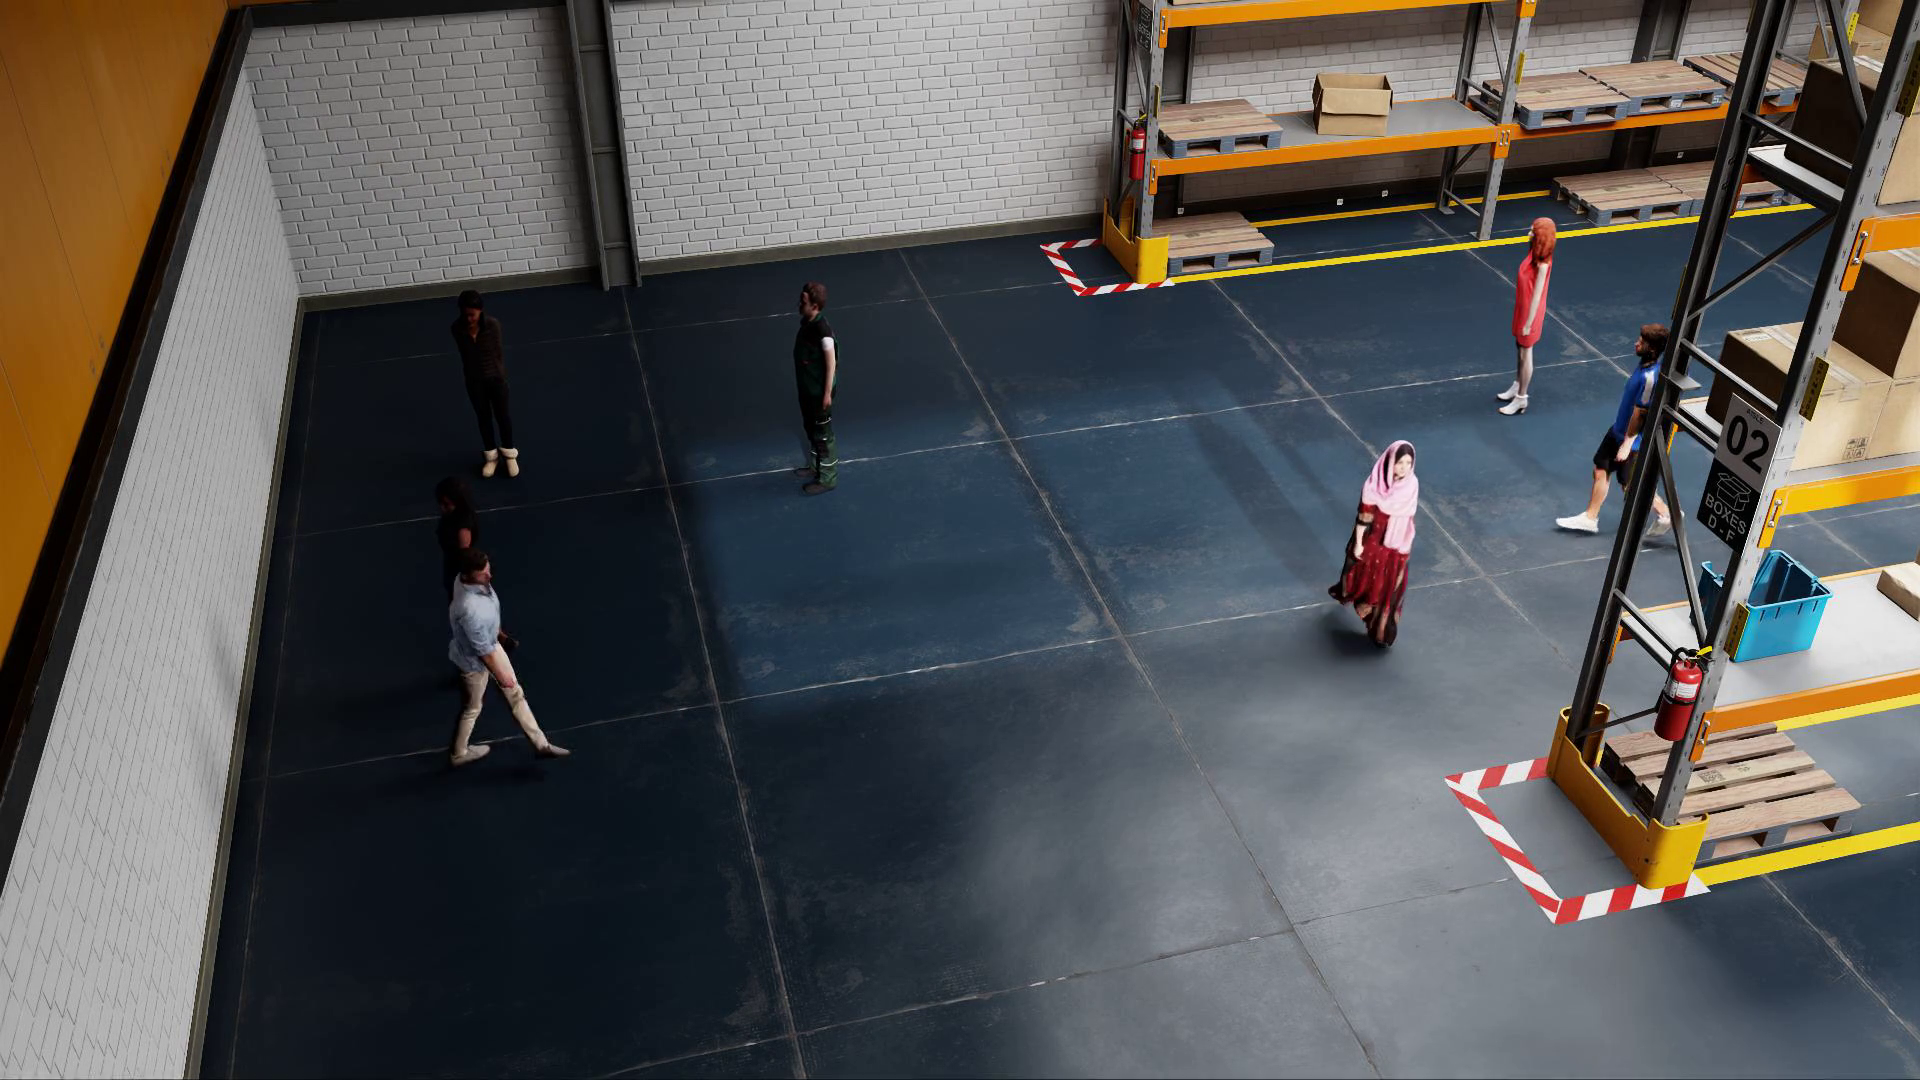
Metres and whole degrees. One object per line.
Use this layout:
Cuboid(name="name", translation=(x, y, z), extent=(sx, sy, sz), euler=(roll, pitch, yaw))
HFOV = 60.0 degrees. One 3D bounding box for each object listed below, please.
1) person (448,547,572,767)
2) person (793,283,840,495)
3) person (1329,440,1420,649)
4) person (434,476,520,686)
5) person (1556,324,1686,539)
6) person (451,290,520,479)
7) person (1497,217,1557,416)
Cuboid(name="person", translation=(-3.137, 0.754, 10.614), extent=(1.154, 1.788, 0.895), euler=(-4, 34, -6))
Cuboid(name="person", translation=(-1.177, -1.250, 13.580), extent=(0.619, 1.843, 0.667), euler=(-12, 36, -18))
Cuboid(name="person", translation=(2.990, -0.030, 11.943), extent=(0.850, 1.623, 0.770), euler=(-6, 34, -9))
Cuboid(name="person", translation=(-3.350, 0.274, 11.397), extent=(0.789, 1.722, 0.732), euler=(-9, 35, -13))
Cuboid(name="person", translation=(5.298, -0.792, 12.890), extent=(1.248, 1.844, 0.958), euler=(4, 34, 6))
Cuboid(name="person", translation=(-3.957, -1.343, 13.886), extent=(0.592, 1.659, 0.656), euler=(-25, 41, -33))
Cuboid(name="person", translation=(5.041, -1.986, 14.704), extent=(0.644, 1.825, 0.662), euler=(5, 34, 8))
